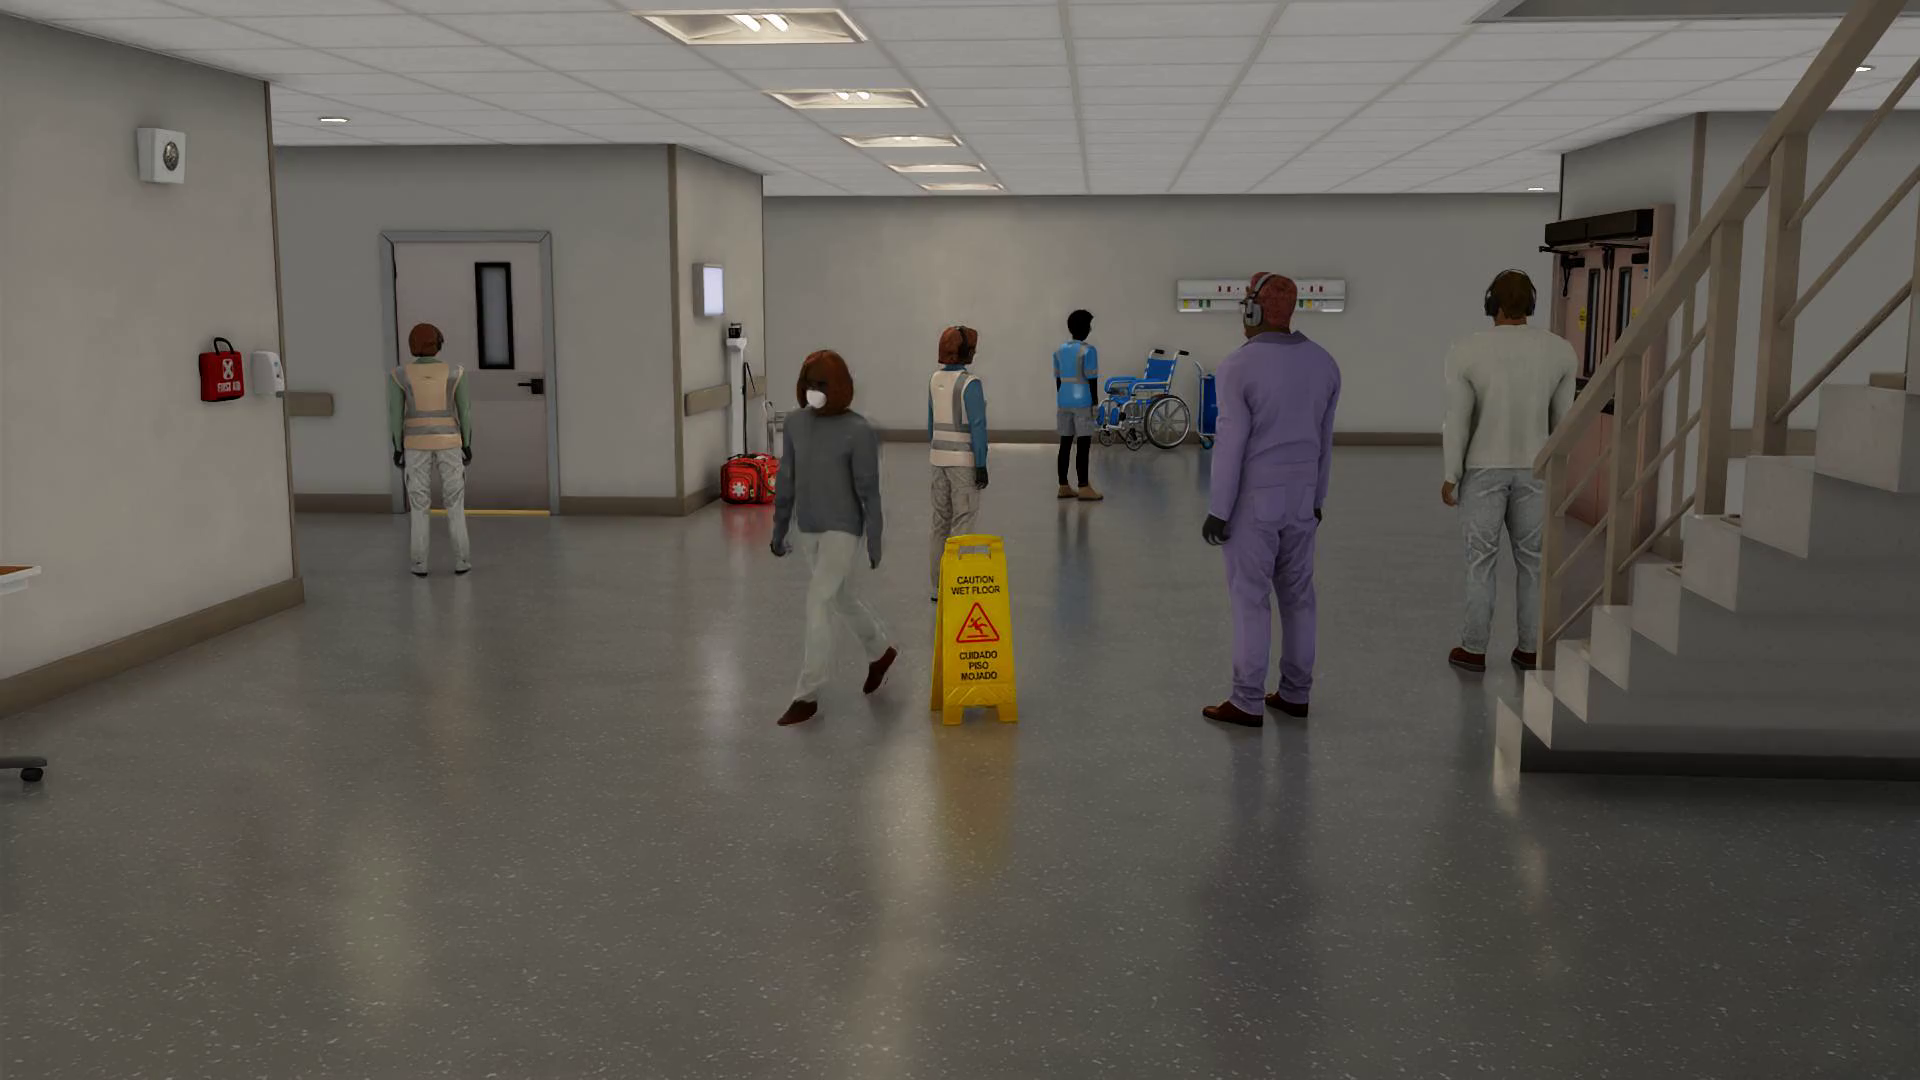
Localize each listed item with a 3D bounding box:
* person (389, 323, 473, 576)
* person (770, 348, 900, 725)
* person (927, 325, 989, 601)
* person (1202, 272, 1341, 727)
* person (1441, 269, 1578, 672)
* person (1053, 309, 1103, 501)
[{"bbox_3d":[-3.418,-0.582,10.782,0.512,1.638,0.312,-3,9,-19],"label":"person"},{"bbox_3d":[-0.518,-0.043,7.264,0.517,1.604,0.820,7,11,38],"label":"person"},{"bbox_3d":[-0.014,-0.430,9.741,0.308,1.641,0.514,-6,10,-35],"label":"person"},{"bbox_3d":[1.288,-0.169,7.050,0.639,1.913,0.409,-5,10,-33],"label":"person"},{"bbox_3d":[2.620,-0.324,8.011,0.632,1.940,0.372,0,8,-1],"label":"person"},{"bbox_3d":[1.044,-1.191,14.735,0.319,1.693,0.532,-7,11,-38],"label":"person"}]
